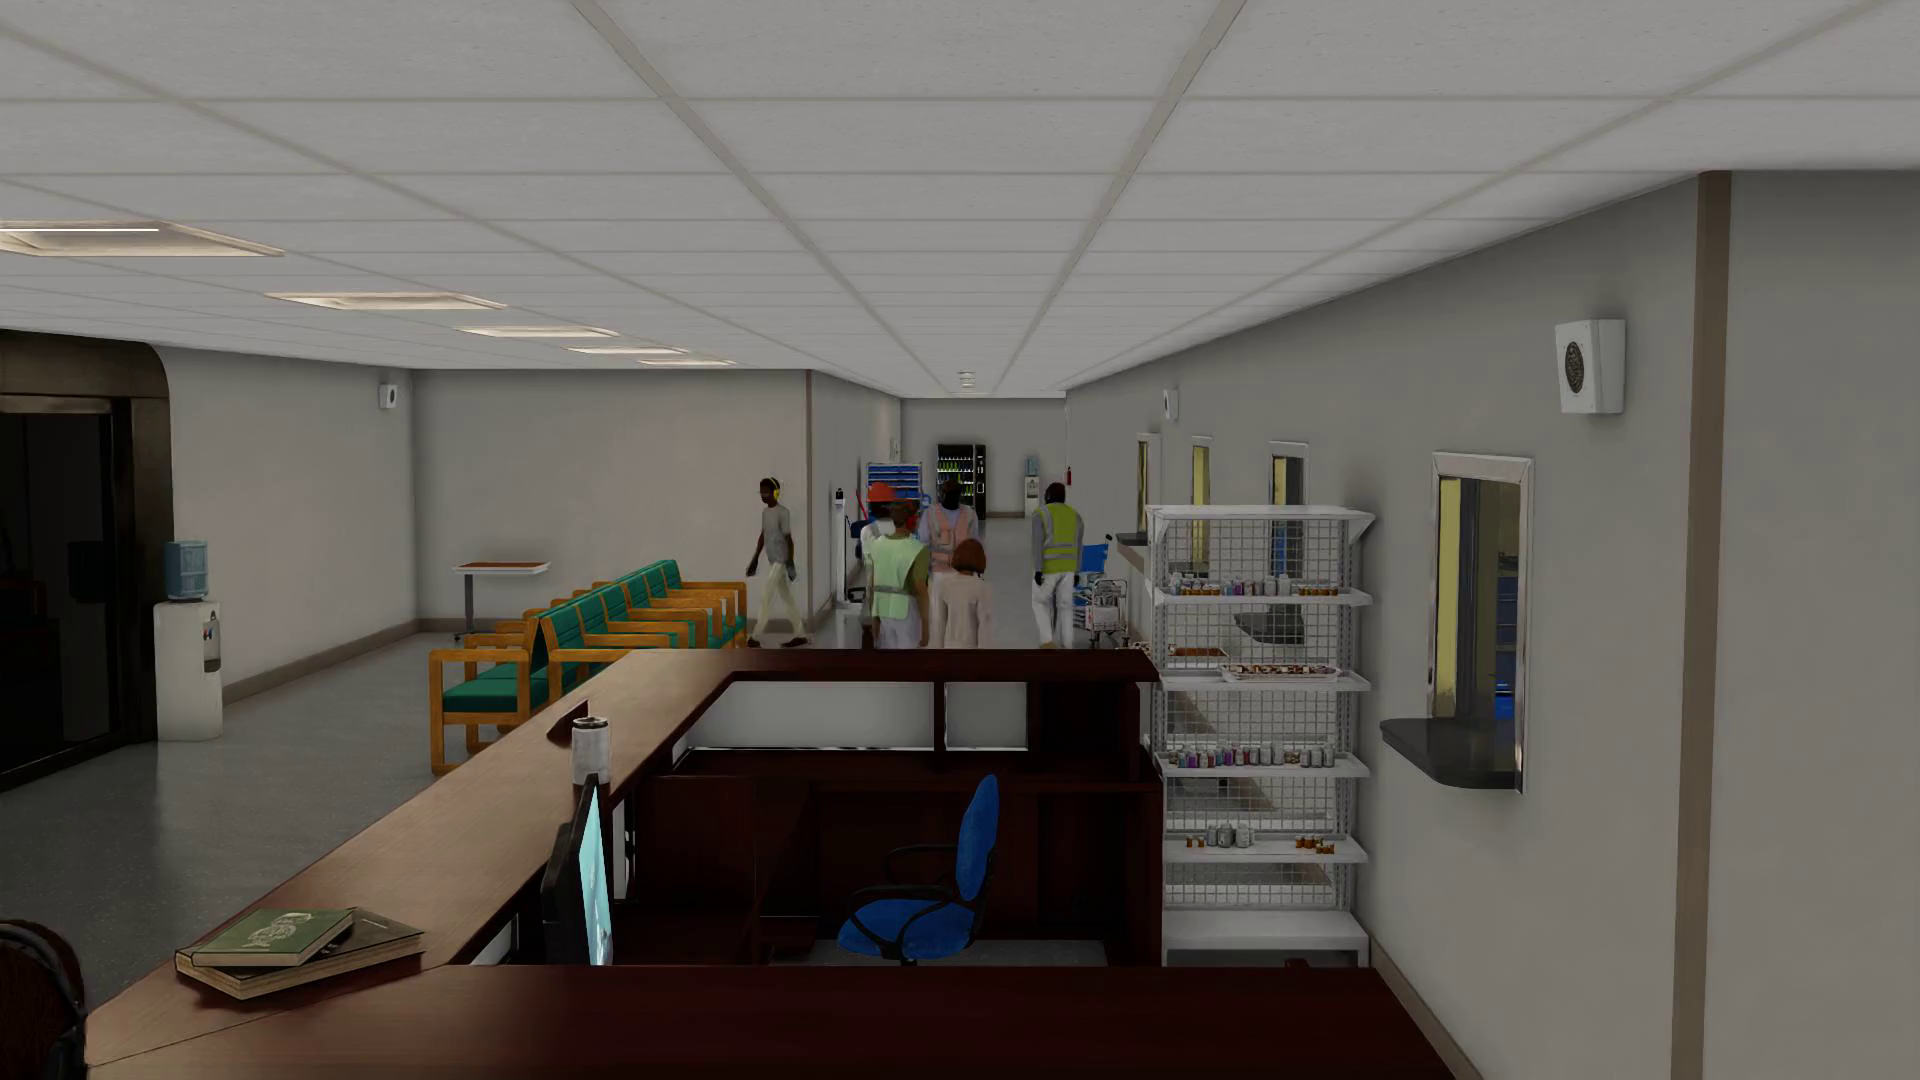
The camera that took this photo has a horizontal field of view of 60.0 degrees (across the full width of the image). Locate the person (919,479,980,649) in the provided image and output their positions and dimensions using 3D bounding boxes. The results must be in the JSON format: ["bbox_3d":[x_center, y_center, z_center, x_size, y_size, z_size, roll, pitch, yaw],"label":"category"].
[{"bbox_3d":[-0.099,0.301,16.868,0.646,1.840,0.429,-1,4,-13],"label":"person"}]

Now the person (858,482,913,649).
[{"bbox_3d":[-0.636,0.428,14.777,0.546,1.896,0.993,-3,5,-33],"label":"person"}]

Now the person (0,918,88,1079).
[{"bbox_3d":[-1.143,1.367,1.973,0.647,1.835,0.431,-1,4,-13],"label":"person"}]

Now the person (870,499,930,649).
[{"bbox_3d":[-0.442,0.604,12.601,0.587,1.836,0.435,4,6,42],"label":"person"}]

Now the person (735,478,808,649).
[{"bbox_3d":[-2.032,0.256,17.604,0.941,1.816,0.484,-2,5,-25],"label":"person"}]

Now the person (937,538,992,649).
[{"bbox_3d":[-0.006,0.785,11.778,0.503,1.599,0.796,3,5,38],"label":"person"}]

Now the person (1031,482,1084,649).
[{"bbox_3d":[0.984,0.323,16.906,0.659,1.797,0.546,-2,5,-29],"label":"person"}]
